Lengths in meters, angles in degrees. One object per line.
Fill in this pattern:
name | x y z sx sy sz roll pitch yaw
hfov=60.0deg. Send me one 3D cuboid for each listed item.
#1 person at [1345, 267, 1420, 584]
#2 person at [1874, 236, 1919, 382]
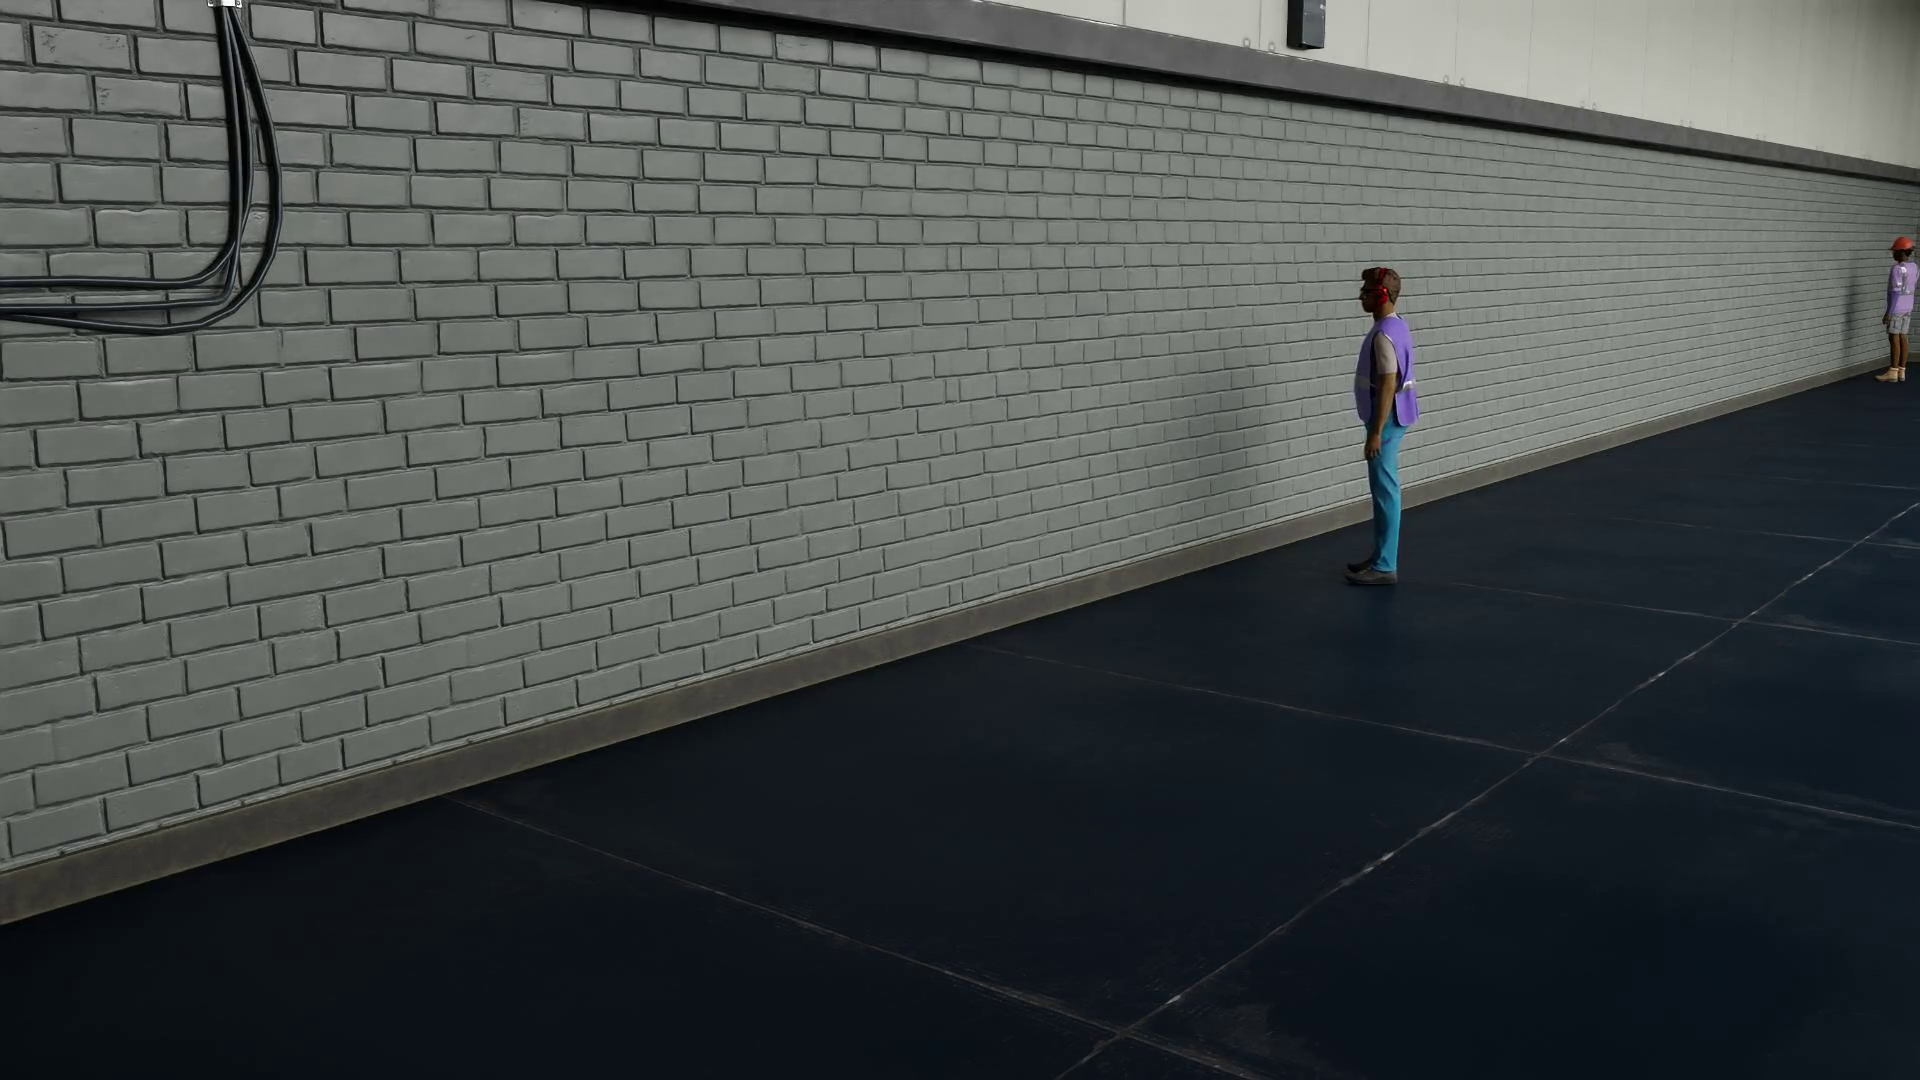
person | 2.487 -0.668 9.748 0.395 1.847 0.564 3 11 19
person | 13.341 -3.279 23.664 0.607 2.048 0.365 -8 13 -36
